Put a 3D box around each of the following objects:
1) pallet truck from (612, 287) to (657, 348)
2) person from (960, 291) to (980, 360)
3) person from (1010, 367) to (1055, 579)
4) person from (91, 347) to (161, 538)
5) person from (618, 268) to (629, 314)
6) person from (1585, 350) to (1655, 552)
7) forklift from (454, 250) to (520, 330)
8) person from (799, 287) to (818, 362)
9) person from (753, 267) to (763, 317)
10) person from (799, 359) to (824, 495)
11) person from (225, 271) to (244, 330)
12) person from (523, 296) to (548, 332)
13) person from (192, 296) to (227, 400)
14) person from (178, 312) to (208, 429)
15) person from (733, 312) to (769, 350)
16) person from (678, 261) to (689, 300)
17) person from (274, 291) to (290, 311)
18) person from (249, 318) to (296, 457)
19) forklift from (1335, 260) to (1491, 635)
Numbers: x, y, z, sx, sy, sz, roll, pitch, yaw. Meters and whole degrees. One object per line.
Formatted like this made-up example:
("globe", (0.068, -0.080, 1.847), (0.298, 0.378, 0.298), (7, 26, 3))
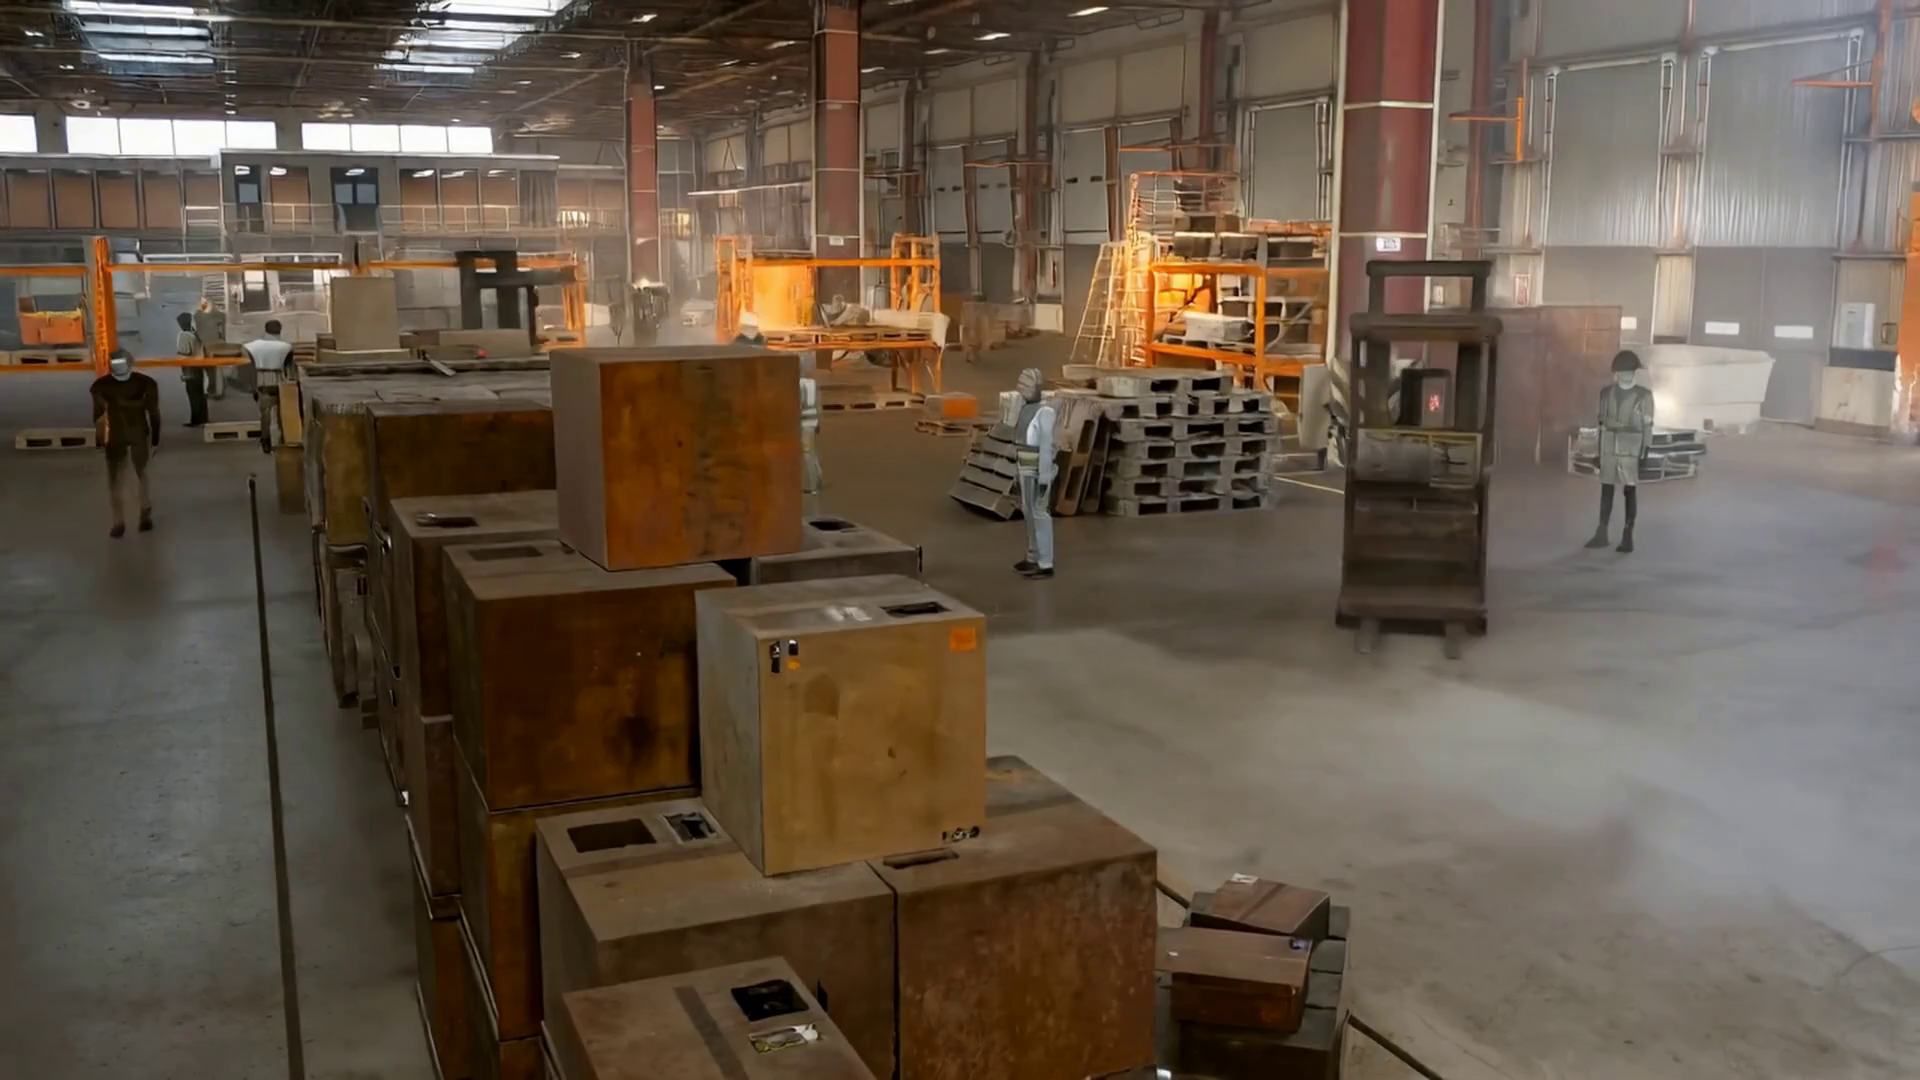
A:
("pallet truck", (-6.464, -4.406, 35.401), (0.823, 1.965, 1.885), (6, 12, 32))
("person", (0.224, -5.277, 40.998), (0.450, 1.705, 0.506), (10, 14, 43))
("person", (0.657, -0.593, 14.736), (0.351, 1.878, 0.569), (-3, 11, -18))
("person", (-8.405, -0.985, 16.797), (0.644, 1.906, 0.849), (-3, 11, -16))
("person", (-13.276, -9.863, 65.982), (0.632, 1.821, 0.711), (-4, 11, -22))
("person", (6.345, -0.852, 15.981), (0.358, 1.938, 0.542), (-10, 14, -43))
("forklift", (-6.645, -2.698, 23.555), (1.873, 2.768, 1.129), (5, 12, 28))
("person", (-3.612, -5.280, 40.763), (0.654, 1.794, 0.927), (2, 10, 10))
("person", (-7.769, -9.551, 63.976), (0.397, 1.920, 0.592), (0, 10, 1))
("person", (-1.814, -1.315, 19.432), (0.399, 1.607, 0.527), (3, 11, 15))
("person", (-23.989, -7.914, 54.972), (0.550, 1.916, 0.671), (8, 13, 38))
("person", (-9.785, -4.758, 38.216), (0.621, 1.684, 0.394), (-2, 11, -12))
("person", (-13.941, -3.554, 30.890), (0.627, 1.934, 0.370), (-1, 10, -6))
("person", (-12.126, -2.667, 26.237), (0.350, 1.846, 0.506), (1, 10, 7))
("person", (-3.065, -2.417, 24.690), (0.607, 1.904, 0.588), (-6, 12, -29))
("person", (-13.457, -12.568, 80.477), (0.660, 1.965, 0.664), (-4, 11, -22))
("person", (-14.456, -4.390, 35.662), (0.328, 1.874, 0.521), (2, 10, 9))
("person", (-9.433, -2.085, 22.878), (0.597, 1.907, 0.404), (-1, 10, -6))
("forklift", (3.665, -0.829, 13.254), (1.129, 2.768, 1.873), (3, 11, 16))
